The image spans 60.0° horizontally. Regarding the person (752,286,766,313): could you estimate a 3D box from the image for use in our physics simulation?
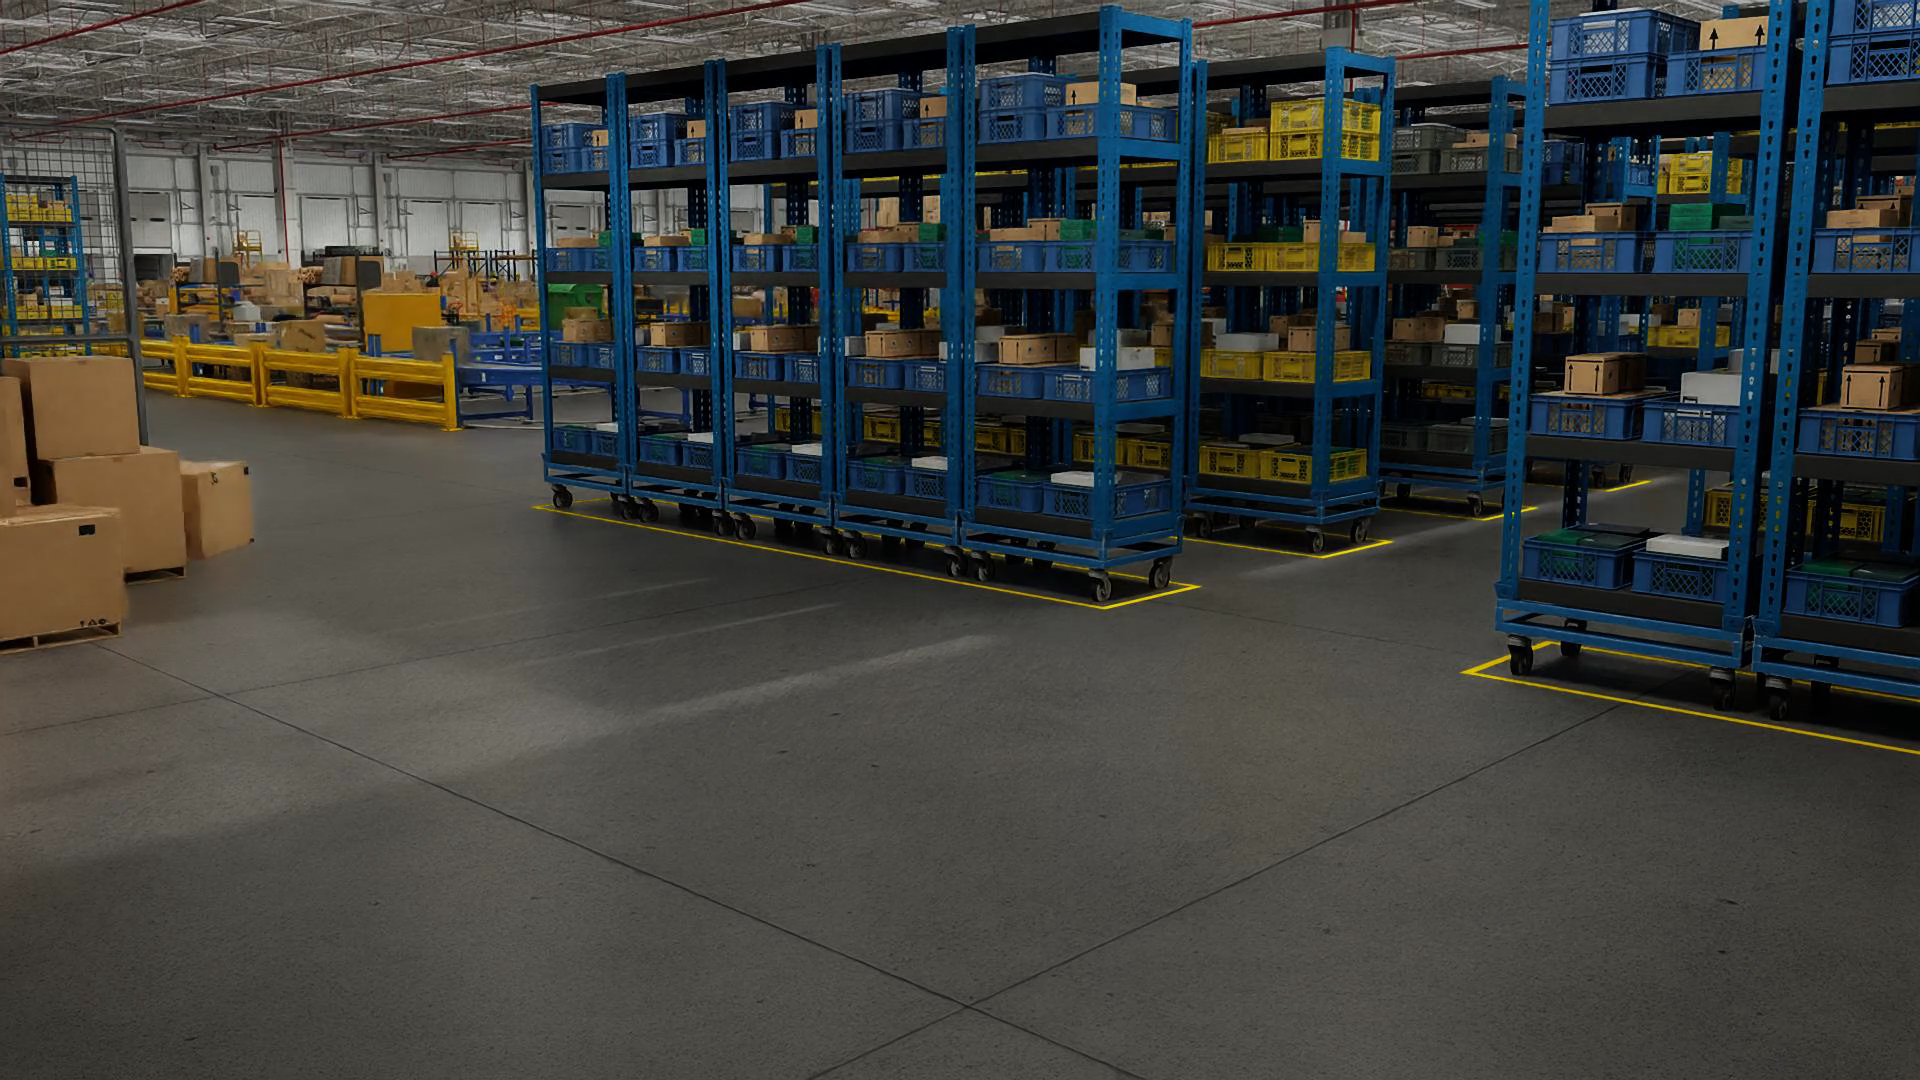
[{"bbox_3d":[-5.583,-6.401,46.644,0.538,1.750,0.459,-8,12,-40],"label":"person"}]

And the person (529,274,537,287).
[{"bbox_3d":[-19.807,-11.429,77.295,0.514,1.820,0.790,3,10,18],"label":"person"}]

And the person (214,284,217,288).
[{"bbox_3d":[-36.812,-12.273,82.730,0.511,1.708,0.665,-6,11,-32],"label":"person"}]

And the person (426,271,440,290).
[{"bbox_3d":[-18.737,-8.583,59.284,0.622,1.991,0.376,5,11,28],"label":"person"}]

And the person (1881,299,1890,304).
[{"bbox_3d":[22.799,-5.612,41.242,0.374,1.933,0.550,-2,9,-12],"label":"person"}]

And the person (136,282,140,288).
[{"bbox_3d":[-32.817,-9.622,65.952,0.594,1.908,0.469,-2,9,-9],"label":"person"}]

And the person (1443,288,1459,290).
[{"bbox_3d":[18.566,-9.198,63.004,0.642,2.005,0.951,5,10,27],"label":"person"}]

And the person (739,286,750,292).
[{"bbox_3d":[-9.743,-11.075,74.983,0.503,1.858,0.394,5,10,27],"label":"person"}]

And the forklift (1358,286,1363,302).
[{"bbox_3d":[11.100,-7.017,46.970,1.873,2.768,1.129,9,13,43],"label":"forklift"}]

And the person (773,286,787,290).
[{"bbox_3d":[-7.413,-10.039,68.324,0.638,1.947,0.653,-3,10,-17],"label":"person"}]

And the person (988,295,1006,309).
[{"bbox_3d":[0.556,-2.212,20.881,0.722,1.790,0.407,-9,13,-44],"label":"person"}]

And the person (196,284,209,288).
[{"bbox_3d":[-37.331,-12.186,81.980,0.433,1.808,0.715,5,11,29],"label":"person"}]

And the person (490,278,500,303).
[{"bbox_3d":[-16.630,-8.490,59.436,0.332,1.760,0.527,-1,9,-4],"label":"person"}]

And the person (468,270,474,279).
[{"bbox_3d":[-19.272,-9.619,65.487,0.541,2.000,0.698,-4,10,-23],"label":"person"}]

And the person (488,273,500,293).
[{"bbox_3d":[-23.118,-12.338,82.689,1.025,1.866,0.600,8,13,42],"label":"person"}]

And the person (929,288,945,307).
[{"bbox_3d":[-0.714,-8.275,57.957,0.807,1.800,0.626,8,12,41],"label":"person"}]

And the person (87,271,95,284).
[{"bbox_3d":[-41.488,-11.861,79.518,0.402,1.949,0.605,-5,11,-29],"label":"person"}]

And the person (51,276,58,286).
[{"bbox_3d":[-38.332,-10.408,70.638,0.630,1.940,0.371,-2,10,-13],"label":"person"}]
